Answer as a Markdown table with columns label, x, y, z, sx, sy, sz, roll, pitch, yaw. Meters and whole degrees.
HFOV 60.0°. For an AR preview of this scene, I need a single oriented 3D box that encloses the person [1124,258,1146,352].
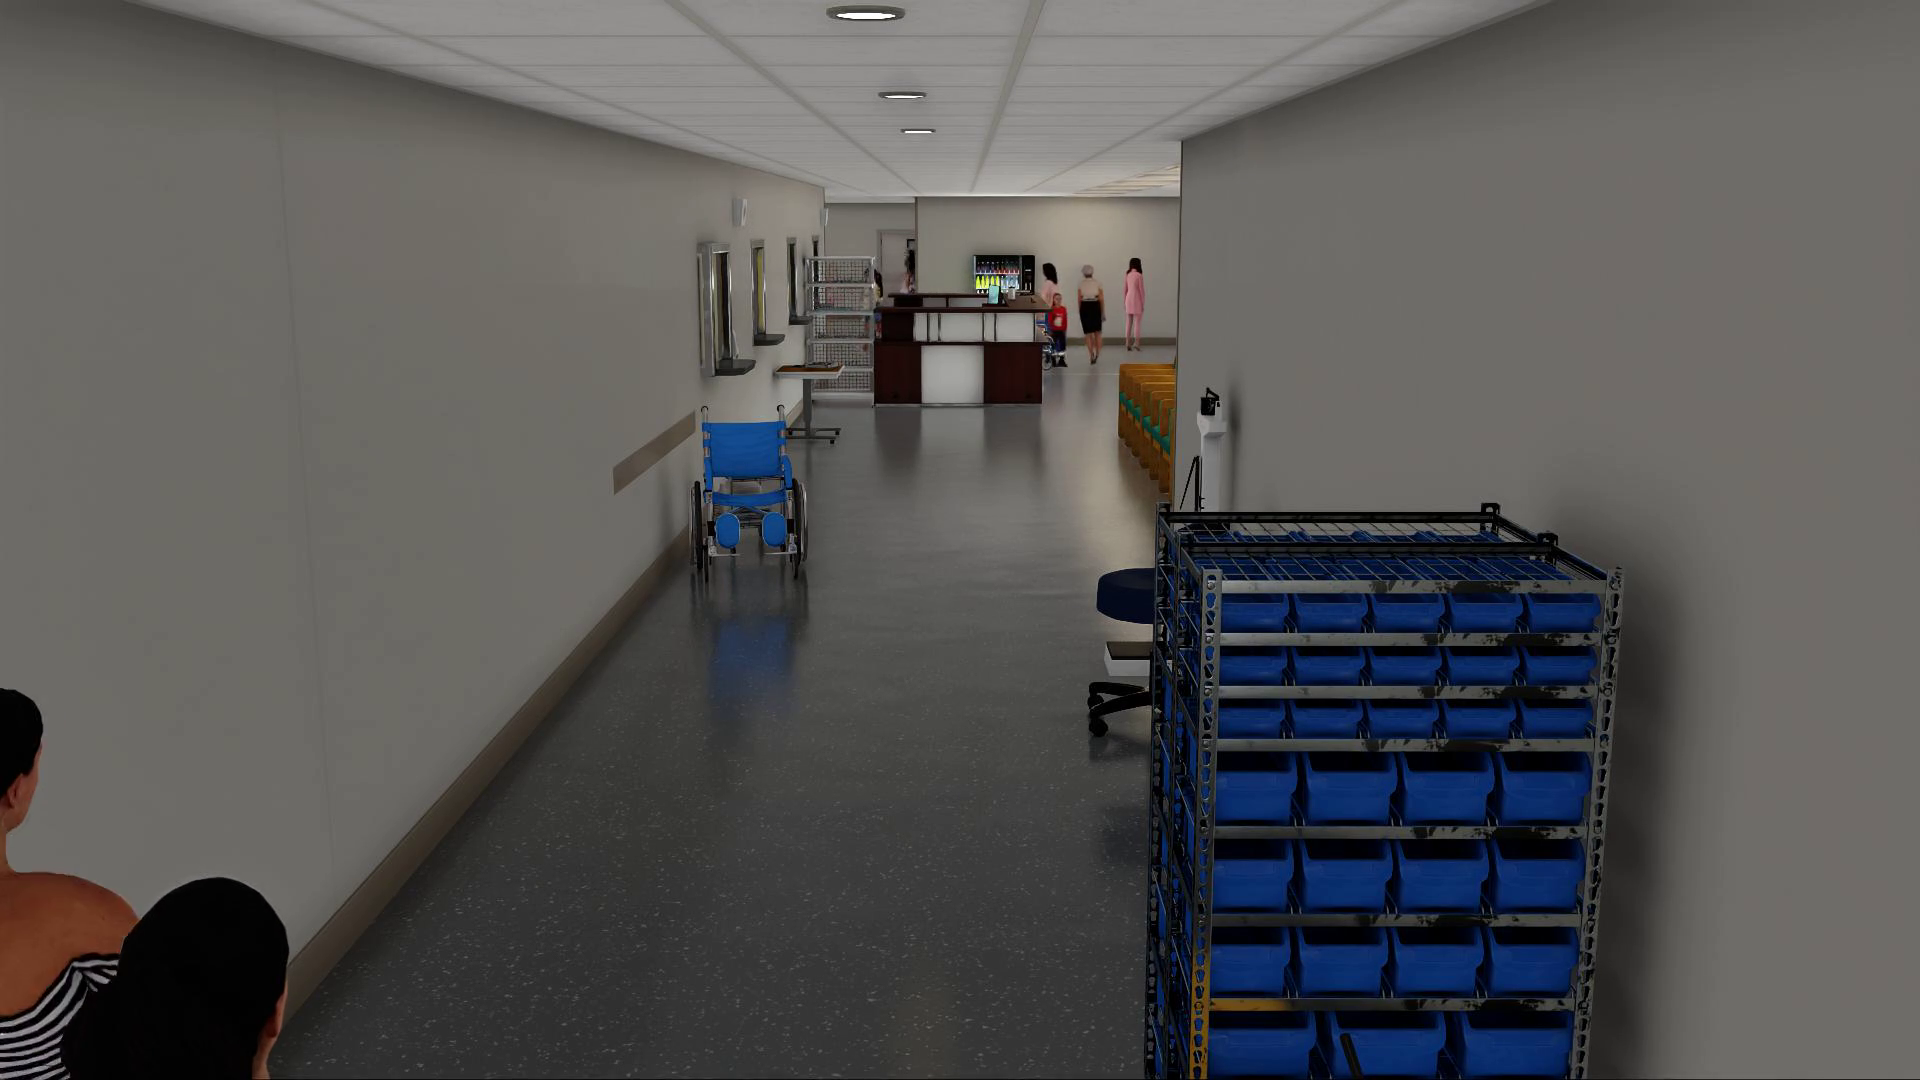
| label | x | y | z | sx | sy | sz | roll | pitch | yaw |
| --- | --- | --- | --- | --- | --- | --- | --- | --- | --- |
| person | 3.389 | -4.592 | 32.422 | 0.671 | 1.801 | 0.743 | 9 | 14 | 41 |

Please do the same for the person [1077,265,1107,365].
| label | x | y | z | sx | sy | sz | roll | pitch | yaw |
| --- | --- | --- | --- | --- | --- | --- | --- | --- | --- |
| person | 2.274 | -3.904 | 29.004 | 0.768 | 1.722 | 0.733 | 1 | 11 | 6 |

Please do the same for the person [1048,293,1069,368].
| label | x | y | z | sx | sy | sz | roll | pitch | yaw |
| --- | --- | --- | --- | --- | --- | --- | --- | --- | --- |
| person | 1.654 | -3.605 | 28.638 | 0.595 | 1.272 | 0.652 | -4 | 11 | -19 |

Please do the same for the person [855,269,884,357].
| label | x | y | z | sx | sy | sz | roll | pitch | yaw |
| --- | --- | --- | --- | --- | --- | --- | --- | --- | --- |
| person | -1.502 | -4.183 | 30.810 | 1.206 | 1.597 | 0.956 | 5 | 12 | 25 |

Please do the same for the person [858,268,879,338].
| label | x | y | z | sx | sy | sz | roll | pitch | yaw |
| --- | --- | --- | --- | --- | --- | --- | --- | --- | --- |
| person | -1.885 | -4.824 | 34.350 | 0.941 | 1.536 | 0.933 | -7 | 13 | -33 |

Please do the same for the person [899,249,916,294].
| label | x | y | z | sx | sy | sz | roll | pitch | yaw |
| --- | --- | --- | --- | --- | --- | --- | --- | --- | --- |
| person | -1.174 | -6.528 | 42.699 | 1.166 | 1.773 | 0.704 | 1 | 11 | 6 |

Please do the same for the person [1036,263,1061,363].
| label | x | y | z | sx | sy | sz | roll | pitch | yaw |
| --- | --- | --- | --- | --- | --- | --- | --- | --- | --- |
| person | 1.709 | -4.044 | 29.681 | 0.940 | 1.746 | 0.852 | 5 | 12 | 26 |
